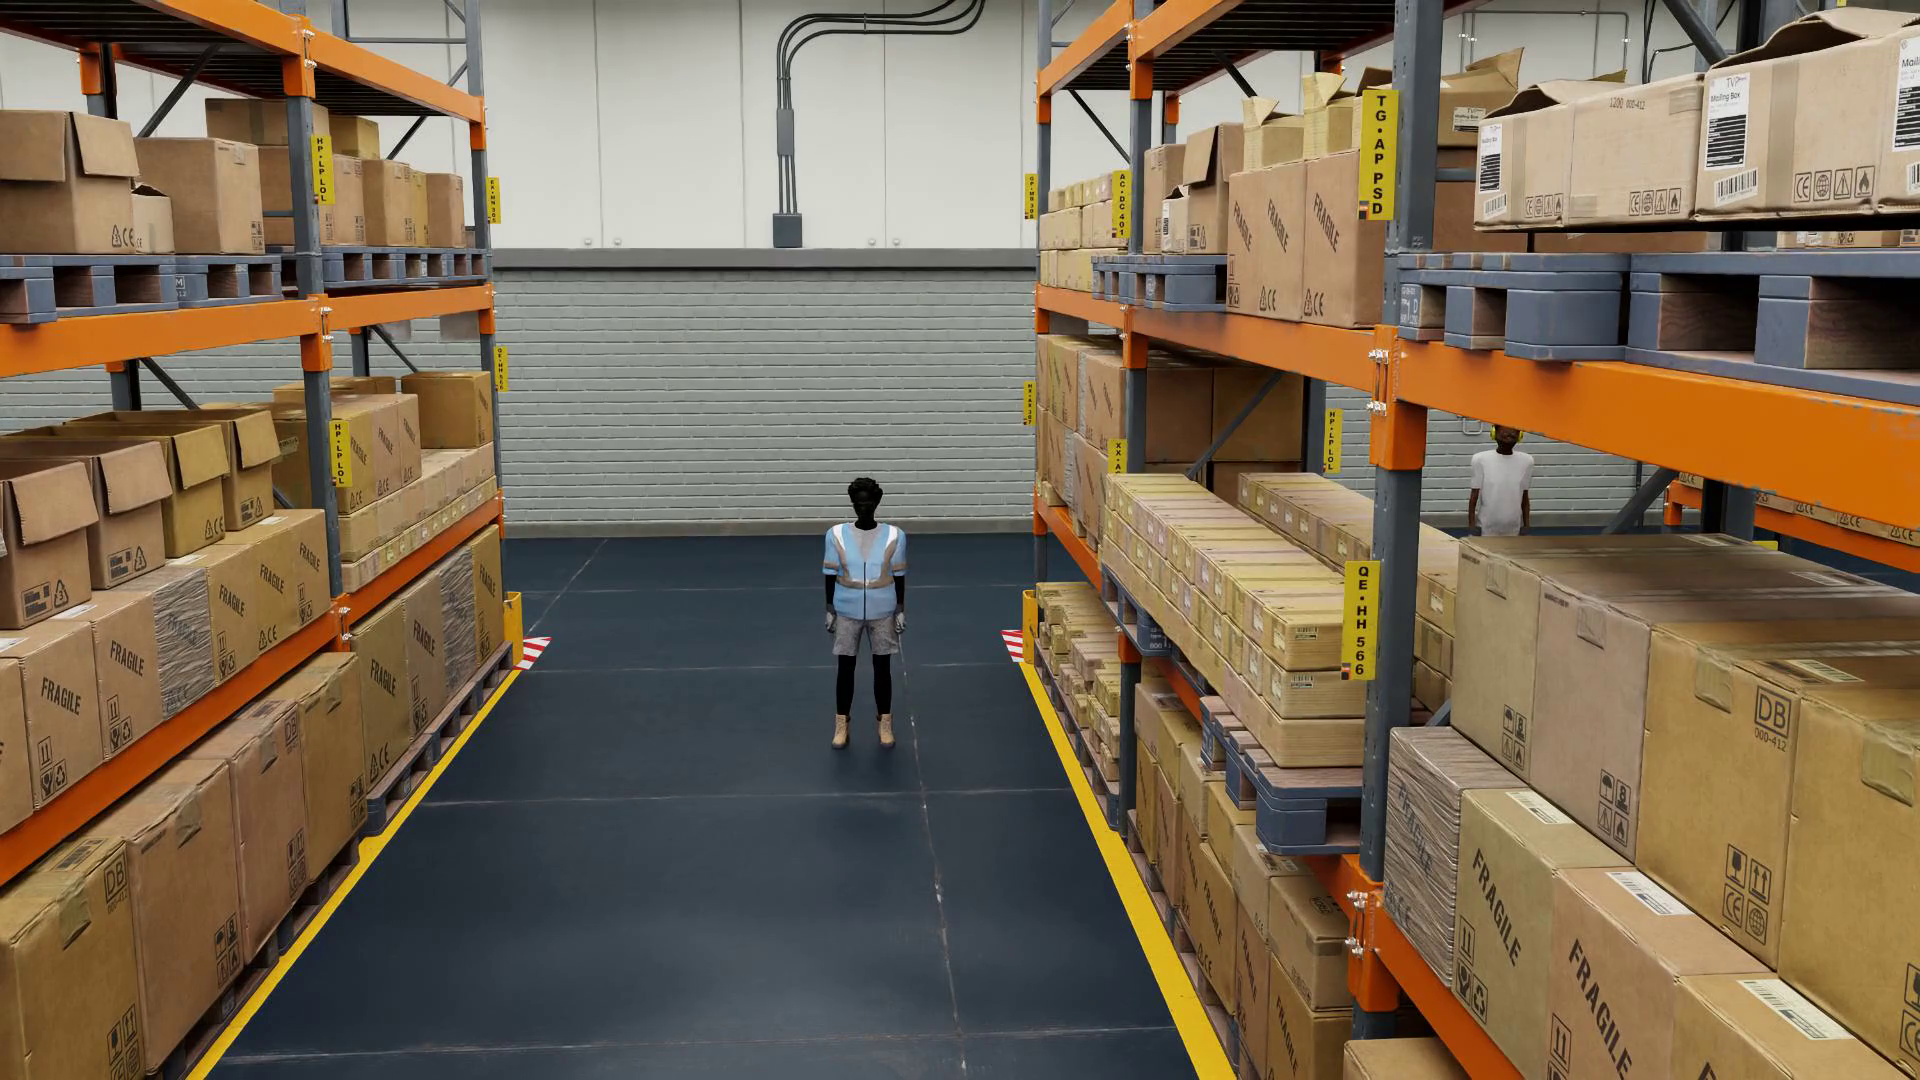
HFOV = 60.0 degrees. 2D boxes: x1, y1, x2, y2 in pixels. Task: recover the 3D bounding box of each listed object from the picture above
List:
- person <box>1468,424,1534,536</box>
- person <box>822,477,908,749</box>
[{"bbox_3d":[4.147,-0.050,12.761,0.520,1.865,0.328,-1,10,-3],"label":"person"},{"bbox_3d":[-0.586,0.450,10.302,0.532,1.697,0.320,-1,10,-3],"label":"person"}]
